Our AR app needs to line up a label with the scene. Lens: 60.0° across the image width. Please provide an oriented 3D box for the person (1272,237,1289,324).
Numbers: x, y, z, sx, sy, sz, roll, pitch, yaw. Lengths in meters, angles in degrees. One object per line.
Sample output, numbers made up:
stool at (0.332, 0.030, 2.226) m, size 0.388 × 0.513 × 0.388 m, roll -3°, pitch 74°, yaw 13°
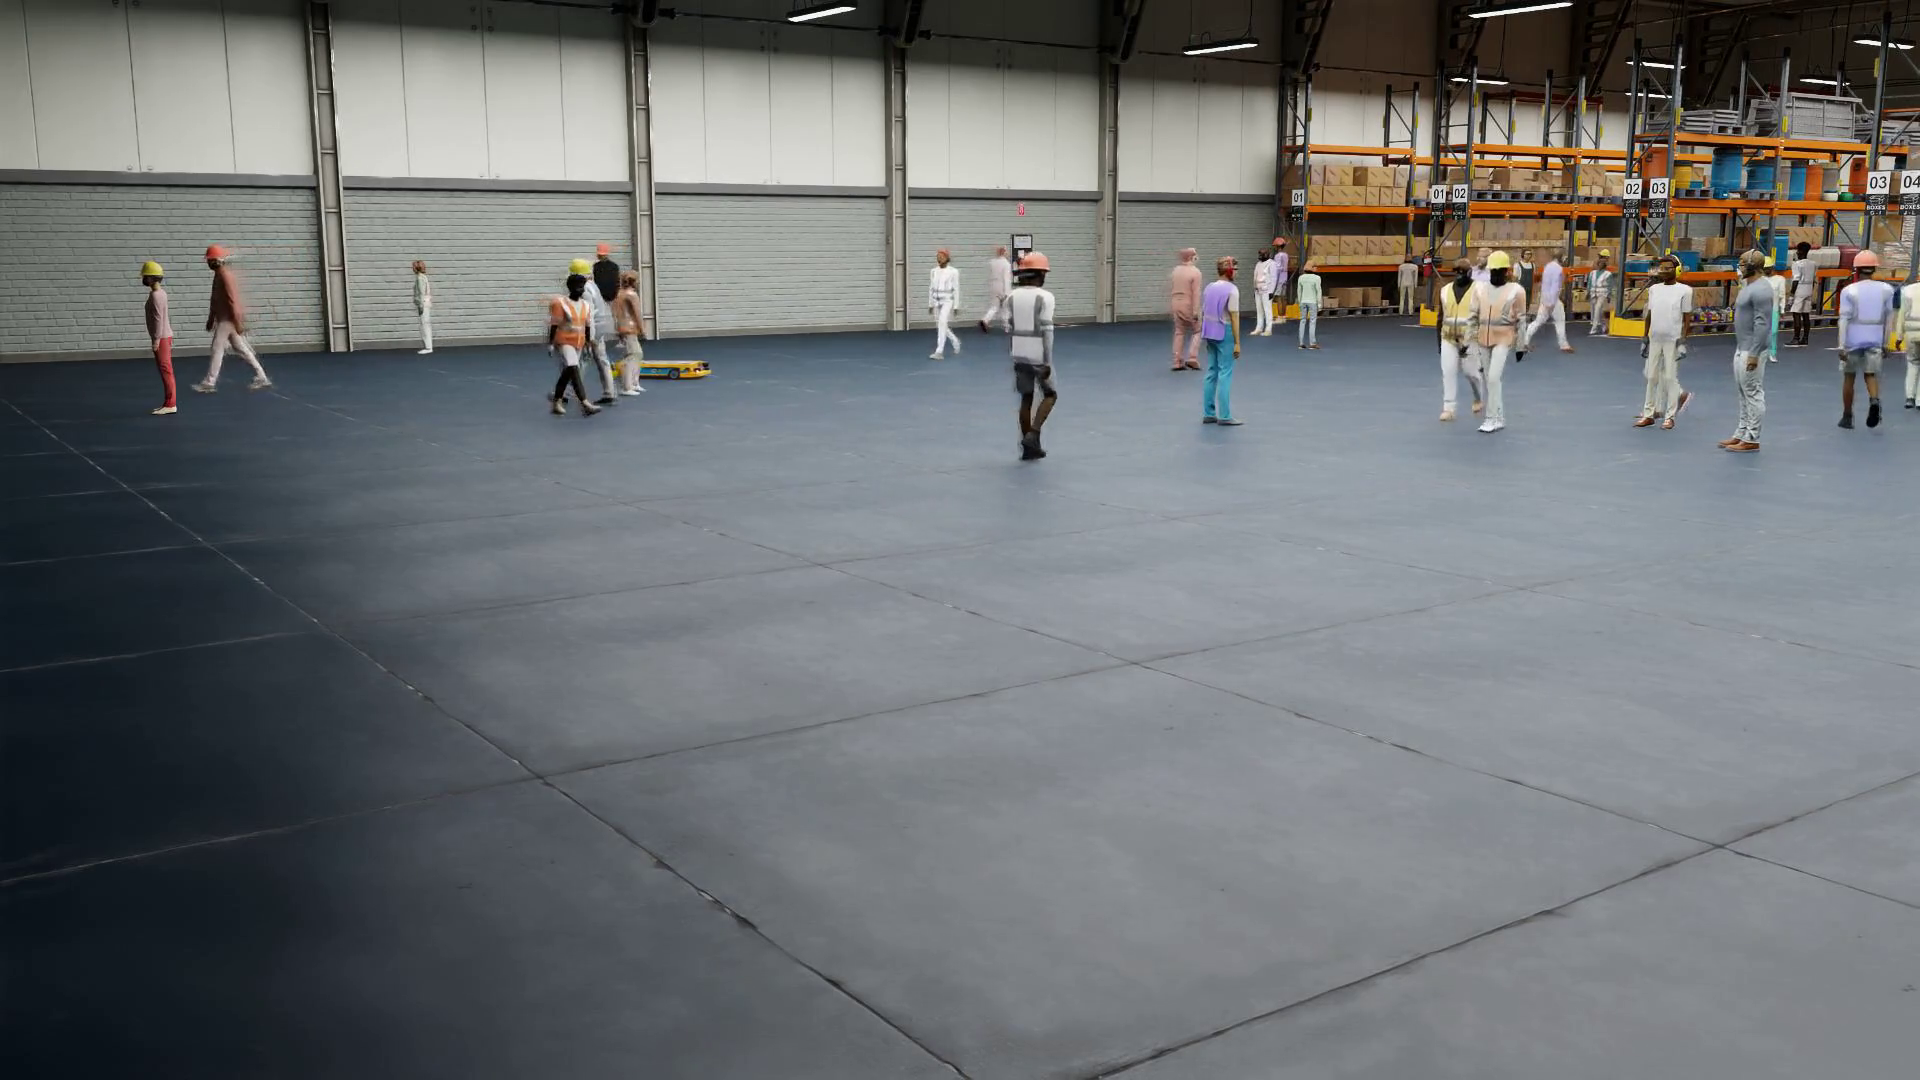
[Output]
person at (7.515, -6.111, 39.252) m, size 0.391 × 2.041 × 0.615 m, roll 6°, pitch 12°, yaw 30°

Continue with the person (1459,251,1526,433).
person at (5.586, -2.079, 17.550) m, size 0.813 × 1.897 × 0.598 m, roll -8°, pitch 13°, yaw -39°

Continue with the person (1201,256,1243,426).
person at (2.855, -2.173, 18.213) m, size 0.373 × 1.840 × 0.572 m, roll -5°, pitch 12°, yaw -27°

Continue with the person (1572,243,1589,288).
person at (15.948, -6.700, 42.922) m, size 0.352 × 1.881 × 0.576 m, roll -7°, pitch 12°, yaw -32°

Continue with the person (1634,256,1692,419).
person at (7.980, -2.270, 18.762) m, size 0.561 × 1.844 × 0.585 m, roll 1°, pitch 10°, yaw 3°

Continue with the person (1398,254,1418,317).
person at (11.478, -6.520, 42.647) m, size 0.494 × 1.624 × 0.279 m, roll 4°, pitch 11°, yaw 19°

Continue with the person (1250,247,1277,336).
person at (6.338, -5.185, 34.737) m, size 0.429 × 1.839 × 0.633 m, roll -5°, pitch 11°, yaw -25°

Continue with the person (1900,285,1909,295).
person at (19.193, -4.972, 33.340) m, size 0.631 × 1.932 × 0.372 m, roll 4°, pitch 11°, yaw 23°

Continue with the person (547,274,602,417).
person at (-4.468, -2.243, 19.140) m, size 0.904 × 1.635 × 0.563 m, roll 6°, pitch 12°, yaw 31°

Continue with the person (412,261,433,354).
person at (-9.483, -4.102, 29.352) m, size 0.310 × 1.636 × 0.523 m, roll -3°, pitch 11°, yaw -14°

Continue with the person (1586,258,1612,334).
person at (13.735, -5.227, 35.639) m, size 0.765 × 1.606 × 0.503 m, roll -7°, pitch 13°, yaw -35°

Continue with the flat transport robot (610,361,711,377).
flat transport robot at (-4.426, -2.511, 24.377) m, size 1.431 × 0.197 × 0.652 m, roll 1°, pitch 10°, yaw 5°

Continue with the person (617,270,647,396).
person at (-4.208, -2.683, 21.595) m, size 0.541 × 1.619 × 0.552 m, roll -6°, pitch 12°, yaw -31°

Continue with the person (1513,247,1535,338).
person at (11.493, -5.037, 33.906) m, size 0.518 × 1.844 × 0.329 m, roll -4°, pitch 11°, yaw -20°

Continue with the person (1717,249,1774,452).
person at (7.558, -1.801, 15.921) m, size 0.379 × 1.937 × 0.629 m, roll 3°, pitch 11°, yaw 15°

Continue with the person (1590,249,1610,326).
person at (14.863, -5.841, 38.543) m, size 0.329 × 1.764 × 0.524 m, roll -3°, pitch 11°, yaw -18°

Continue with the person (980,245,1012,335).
person at (0.820, -5.216, 34.771) m, size 0.758 × 1.889 × 0.644 m, roll -8°, pitch 13°, yaw -36°

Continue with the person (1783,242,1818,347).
person at (15.740, -4.590, 31.126) m, size 0.608 × 1.965 × 0.369 m, roll -5°, pitch 11°, yaw -26°

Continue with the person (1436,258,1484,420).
person at (5.690, -2.266, 18.789) m, size 0.635 × 1.821 × 0.681 m, roll 8°, pitch 13°, yaw 37°

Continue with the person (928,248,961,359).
person at (-0.242, -4.023, 28.298) m, size 0.580 × 1.861 × 0.829 m, roll 9°, pitch 14°, yaw 40°

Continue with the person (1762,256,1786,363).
person at (13.134, -3.730, 27.043) m, size 0.530 × 1.732 × 0.774 m, roll 4°, pitch 11°, yaw 22°

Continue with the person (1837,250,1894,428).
person at (9.633, -2.118, 17.703) m, size 0.565 × 1.918 × 0.631 m, roll 2°, pitch 10°, yaw 8°

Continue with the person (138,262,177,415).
person at (-9.335, -2.341, 19.354) m, size 0.320 × 1.767 × 0.525 m, roll -4°, pitch 11°, yaw -21°

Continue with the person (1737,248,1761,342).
person at (15.460, -4.786, 32.542) m, size 0.429 × 1.842 × 0.632 m, roll 7°, pitch 13°, yaw 35°

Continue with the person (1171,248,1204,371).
person at (3.517, -3.532, 25.554) m, size 0.534 × 1.889 × 0.656 m, roll -8°, pitch 13°, yaw -37°

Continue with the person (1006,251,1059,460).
person at (0.681, -1.694, 15.379) m, size 0.539 × 1.920 × 0.401 m, roll 8°, pitch 13°, yaw 38°

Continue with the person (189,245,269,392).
person at (-9.804, -2.960, 22.278) m, size 1.030 × 1.950 × 0.611 m, roll -6°, pitch 12°, yaw -30°

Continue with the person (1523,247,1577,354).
person at (10.340, -4.203, 29.243) m, size 1.019 × 1.895 × 0.646 m, roll 0°, pitch 10°, yaw -1°

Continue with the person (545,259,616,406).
person at (-4.602, -2.497, 20.148) m, size 0.867 × 1.781 × 0.613 m, roll 0°, pitch 10°, yaw 2°

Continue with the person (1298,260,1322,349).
person at (6.441, -4.332, 30.623) m, size 0.284 × 1.633 × 0.500 m, roll -10°, pitch 14°, yaw -44°

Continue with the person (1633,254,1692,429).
person at (7.562, -2.125, 17.877) m, size 0.328 × 1.872 × 0.509 m, roll -9°, pitch 14°, yaw -40°

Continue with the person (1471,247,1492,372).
person at (7.933, -3.503, 25.348) m, size 0.426 × 1.895 × 0.667 m, roll -8°, pitch 13°, yaw -36°

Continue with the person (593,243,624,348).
person at (-6.462, -4.453, 30.452) m, size 0.651 × 1.927 × 1.051 m, roll 5°, pitch 11°, yaw 25°

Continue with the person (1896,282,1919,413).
person at (11.360, -2.395, 19.512) m, size 0.552 × 1.811 × 0.622 m, roll -10°, pitch 14°, yaw -43°
